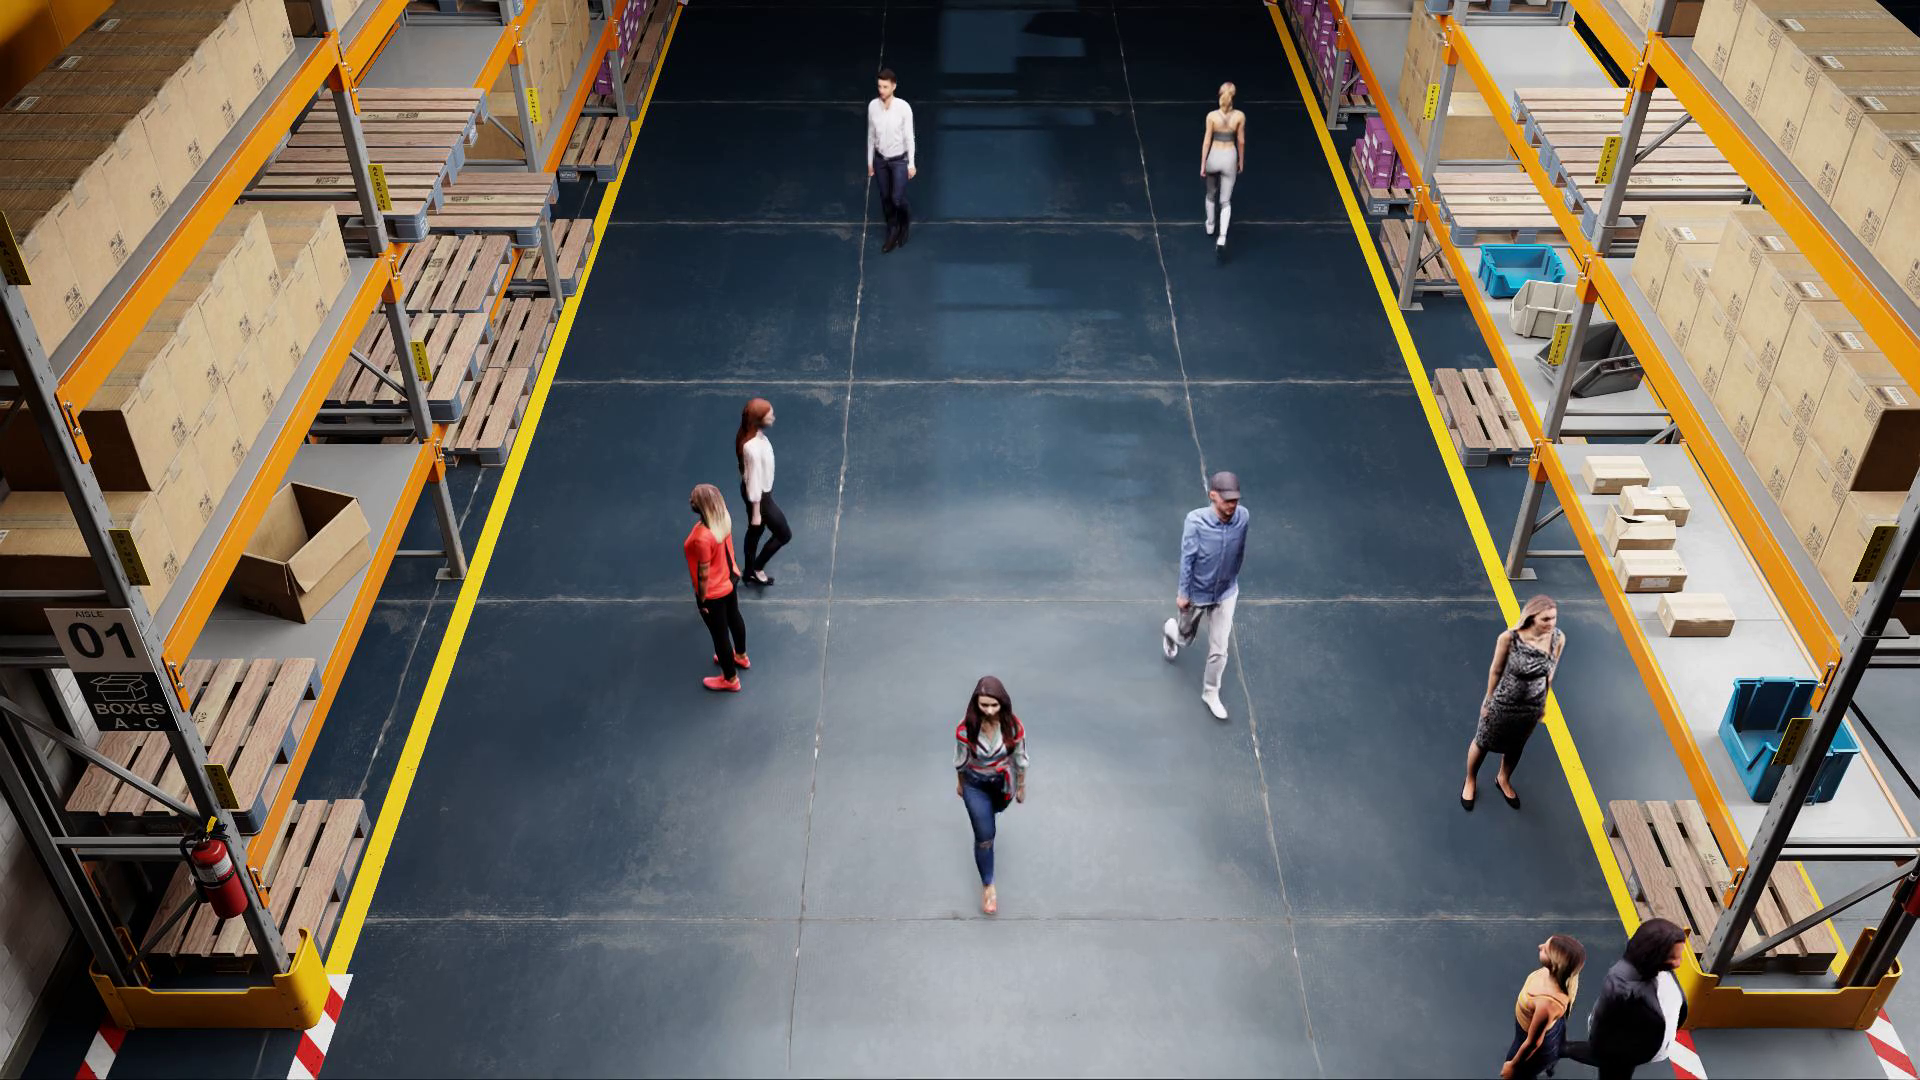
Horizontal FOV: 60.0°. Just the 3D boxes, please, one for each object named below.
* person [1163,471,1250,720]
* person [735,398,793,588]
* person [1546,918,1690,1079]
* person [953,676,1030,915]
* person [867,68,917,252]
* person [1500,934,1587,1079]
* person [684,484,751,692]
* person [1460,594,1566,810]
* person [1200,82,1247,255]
[{"bbox_3d":[1.644,0.287,11.270,0.785,1.860,1.121,-8,39,-10],"label":"person"},{"bbox_3d":[-1.533,-0.275,12.069,0.800,1.741,0.629,-9,40,-11],"label":"person"},{"bbox_3d":[3.416,2.507,8.717,0.973,1.577,1.031,-32,48,-33],"label":"person"},{"bbox_3d":[0.186,1.412,10.089,0.670,1.576,1.069,-3,39,-4],"label":"person"},{"bbox_3d":[-0.632,-3.768,16.354,0.768,1.852,0.815,16,41,19],"label":"person"},{"bbox_3d":[2.960,2.588,8.574,0.712,1.629,0.611,21,43,24],"label":"person"},{"bbox_3d":[-1.645,0.305,11.381,0.700,1.694,0.563,10,40,13],"label":"person"},{"bbox_3d":[3.497,1.006,10.493,0.555,1.706,0.480,0,39,0],"label":"person"},{"bbox_3d":[2.569,-3.632,16.325,0.631,1.676,1.103,3,39,4],"label":"person"}]
